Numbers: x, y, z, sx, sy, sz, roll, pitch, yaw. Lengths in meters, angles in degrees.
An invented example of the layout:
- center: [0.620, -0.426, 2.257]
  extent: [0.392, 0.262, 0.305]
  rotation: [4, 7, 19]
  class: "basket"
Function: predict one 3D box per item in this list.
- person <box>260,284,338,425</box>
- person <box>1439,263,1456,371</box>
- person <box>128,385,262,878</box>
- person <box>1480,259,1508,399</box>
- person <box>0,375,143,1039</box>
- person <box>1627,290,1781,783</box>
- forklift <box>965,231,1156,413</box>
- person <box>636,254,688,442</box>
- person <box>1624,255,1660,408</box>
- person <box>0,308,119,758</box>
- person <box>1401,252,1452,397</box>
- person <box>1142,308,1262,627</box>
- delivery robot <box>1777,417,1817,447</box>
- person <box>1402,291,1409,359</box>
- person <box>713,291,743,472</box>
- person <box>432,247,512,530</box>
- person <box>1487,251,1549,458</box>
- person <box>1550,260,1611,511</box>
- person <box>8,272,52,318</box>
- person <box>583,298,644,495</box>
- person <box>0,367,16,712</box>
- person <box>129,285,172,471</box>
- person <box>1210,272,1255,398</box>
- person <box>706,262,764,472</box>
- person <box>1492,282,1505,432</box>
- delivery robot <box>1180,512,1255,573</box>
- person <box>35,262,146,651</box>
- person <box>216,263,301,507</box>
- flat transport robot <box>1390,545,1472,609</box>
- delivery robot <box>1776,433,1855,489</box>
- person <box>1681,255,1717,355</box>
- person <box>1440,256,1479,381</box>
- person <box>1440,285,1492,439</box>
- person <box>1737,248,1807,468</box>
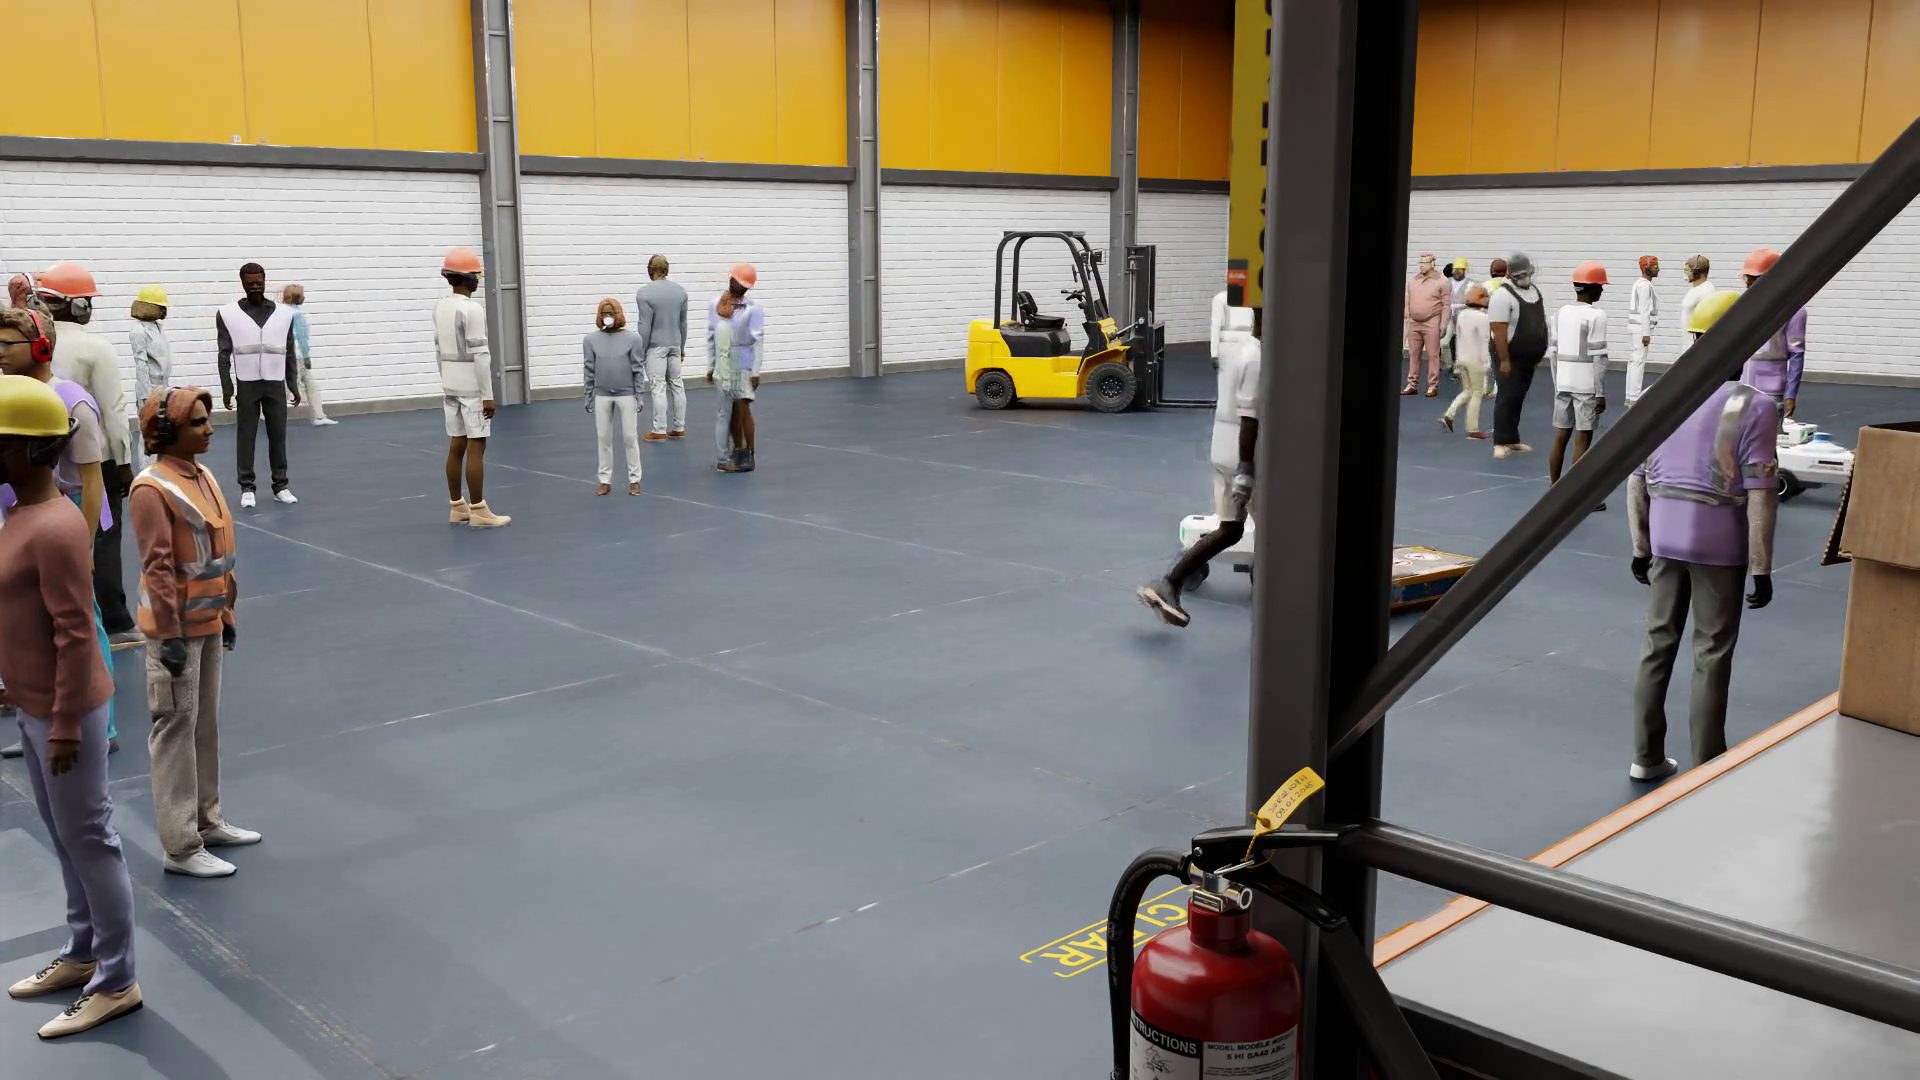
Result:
- center: [-7.402, -2.036, 18.440]
  extent: [0.829, 1.603, 0.528]
  rotation: [-7, 12, -33]
  class: "person"
- center: [7.649, -3.477, 26.044]
  extent: [0.318, 1.697, 0.534]
  rotation: [-10, 14, -44]
  class: "person"
- center: [-2.591, 0.300, 5.597]
  extent: [0.311, 1.642, 0.512]
  rotation: [-1, 10, -6]
  class: "person"
- center: [6.988, -2.747, 21.712]
  extent: [0.631, 1.824, 0.556]
  rotation: [-1, 10, -4]
  class: "person"
- center: [-2.454, 0.441, 4.480]
  extent: [0.301, 1.772, 0.531]
  rotation: [-8, 13, -39]
  class: "person"
- center: [2.825, 0.022, 6.333]
  extent: [0.366, 1.926, 0.594]
  rotation: [-7, 12, -32]
  class: "person"
- center: [1.222, -2.721, 20.561]
  extent: [2.313, 2.155, 1.214]
  rotation: [2, 11, 13]
  class: "forklift"
- center: [-3.087, -1.979, 17.211]
  extent: [0.371, 1.941, 0.627]
  rotation: [9, 14, 41]
  class: "person"
- center: [8.468, -2.576, 20.621]
  extent: [0.355, 1.883, 0.573]
  rotation: [3, 11, 14]
  class: "person"
- center: [-3.660, -0.010, 6.724]
  extent: [0.563, 1.847, 0.388]
  rotation: [6, 12, 28]
  class: "person"
- center: [6.165, -2.857, 22.088]
  extent: [0.655, 1.906, 0.407]
  rotation: [10, 14, 43]
  class: "person"
- center: [1.436, -0.431, 8.866]
  extent: [0.862, 1.924, 0.629]
  rotation: [0, 10, -2]
  class: "person"
- center: [7.450, -0.975, 15.260]
  extent: [0.477, 0.478, 0.707]
  rotation: [-10, 14, -43]
  class: "delivery robot"
- center: [4.535, -2.094, 17.872]
  extent: [0.385, 1.925, 0.591]
  rotation: [-6, 12, -30]
  class: "person"
- center: [-2.089, -1.441, 15.113]
  extent: [0.286, 1.631, 0.502]
  rotation: [0, 10, 2]
  class: "person"
- center: [-3.579, -1.100, 12.124]
  extent: [0.608, 2.048, 0.366]
  rotation: [10, 14, 42]
  class: "person"
- center: [5.407, -1.811, 16.020]
  extent: [0.799, 2.000, 0.534]
  rotation: [-9, 14, -41]
  class: "person"
- center: [4.826, -1.191, 12.920]
  extent: [0.358, 1.938, 0.548]
  rotation: [-4, 11, -22]
  class: "person"
- center: [-5.599, -0.671, 10.171]
  extent: [0.638, 1.909, 0.408]
  rotation: [7, 13, 34]
  class: "person"
- center: [-2.840, -1.172, 13.667]
  extent: [0.502, 1.626, 0.277]
  rotation: [0, 10, 1]
  class: "person"
- center: [-4.297, -0.164, 7.445]
  extent: [0.649, 1.887, 0.820]
  rotation: [9, 13, 39]
  class: "person"
- center: [-6.492, -1.189, 13.459]
  extent: [0.305, 1.736, 0.484]
  rotation: [-1, 10, -5]
  class: "person"
- center: [2.904, -1.963, 17.384]
  extent: [0.581, 1.851, 0.757]
  rotation: [0, 10, -3]
  class: "person"
- center: [-2.034, -1.566, 15.129]
  extent: [0.576, 1.890, 0.355]
  rotation: [5, 11, 24]
  class: "person"
- center: [5.955, -1.978, 18.034]
  extent: [0.310, 1.636, 0.522]
  rotation: [4, 11, 22]
  class: "person"
- center: [1.690, -0.015, 10.023]
  extent: [0.707, 0.478, 0.477]
  rotation: [3, 11, 18]
  class: "delivery robot"
- center: [-4.507, -0.417, 8.542]
  extent: [0.612, 1.995, 0.382]
  rotation: [3, 11, 14]
  class: "person"
- center: [-5.550, -1.229, 13.180]
  extent: [0.596, 1.916, 0.373]
  rotation: [-8, 13, -37]
  class: "person"
- center: [2.471, 0.232, 9.707]
  extent: [1.431, 0.197, 0.652]
  rotation: [-8, 13, -37]
  class: "flat transport robot"
- center: [6.866, -0.616, 13.300]
  extent: [0.707, 0.478, 0.477]
  rotation: [8, 13, 38]
  class: "delivery robot"
- center: [7.448, -1.910, 16.847]
  extent: [0.376, 1.936, 0.627]
  rotation: [2, 11, 12]
  class: "person"
- center: [7.298, -3.246, 24.432]
  extent: [0.617, 1.821, 0.425]
  rotation: [7, 12, 33]
  class: "person"
- center: [5.358, -1.856, 17.423]
  extent: [0.409, 1.626, 0.516]
  rotation: [-2, 11, -13]
  class: "person"
- center: [5.853, -1.117, 12.241]
  extent: [0.398, 2.037, 0.610]
  rotation: [-9, 14, -40]
  class: "person"
